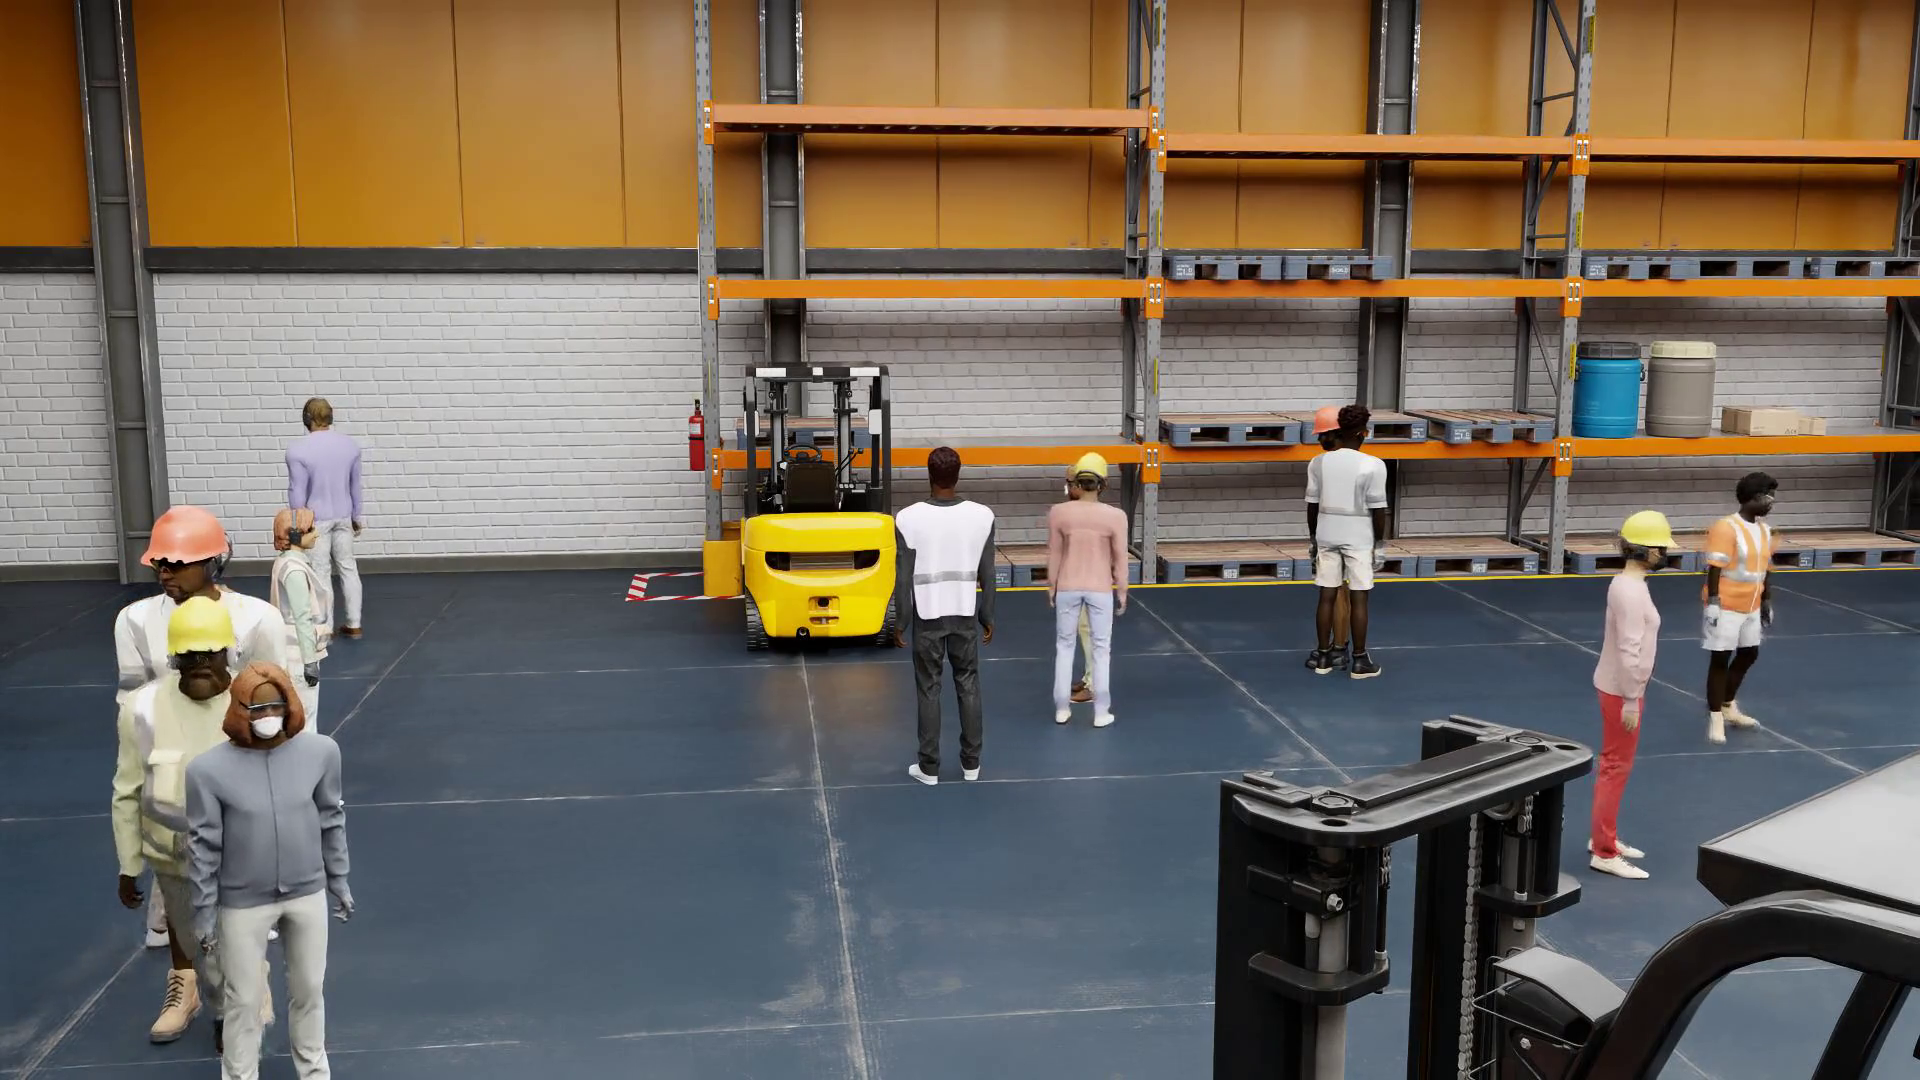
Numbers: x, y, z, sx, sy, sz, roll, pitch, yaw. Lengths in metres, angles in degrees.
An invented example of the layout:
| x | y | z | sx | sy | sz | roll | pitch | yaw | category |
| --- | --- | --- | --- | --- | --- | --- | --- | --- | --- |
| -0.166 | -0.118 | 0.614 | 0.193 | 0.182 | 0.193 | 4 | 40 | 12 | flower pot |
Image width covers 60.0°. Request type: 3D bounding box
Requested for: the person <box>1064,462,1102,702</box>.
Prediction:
| x | y | z | sx | sy | sz | roll | pitch | yaw | category |
| --- | --- | --- | --- | --- | --- | --- | --- | --- | --- |
| 0.842 | 0.282 | 11.267 | 0.284 | 1.626 | 0.498 | 1 | 9 | 6 | person |

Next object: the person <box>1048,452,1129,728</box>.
| x | y | z | sx | sy | sz | roll | pitch | yaw | category |
| --- | --- | --- | --- | --- | --- | --- | --- | --- | --- |
| 0.816 | 0.320 | 10.615 | 0.524 | 1.753 | 0.366 | 2 | 9 | 15 | person |

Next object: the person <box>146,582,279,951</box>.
| x | y | z | sx | sy | sz | roll | pitch | yaw | category |
| --- | --- | --- | --- | --- | --- | --- | --- | --- | --- |
| -3.185 | 0.964 | 7.047 | 0.652 | 1.602 | 0.571 | -5 | 10 | -27 | person |

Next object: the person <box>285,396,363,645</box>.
| x | y | z | sx | sy | sz | roll | pitch | yaw | category |
| --- | --- | --- | --- | --- | --- | --- | --- | --- | --- |
| -4.940 | -0.149 | 12.972 | 0.355 | 1.936 | 0.635 | 7 | 11 | 36 | person |

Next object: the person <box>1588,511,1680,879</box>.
| x | y | z | sx | sy | sz | roll | pitch | yaw | category |
| --- | --- | --- | --- | --- | --- | --- | --- | --- | --- |
| 3.246 | 0.733 | 8.031 | 0.358 | 1.760 | 0.533 | 3 | 10 | 17 | person |

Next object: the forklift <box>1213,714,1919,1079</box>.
| x | y | z | sx | sy | sz | roll | pitch | yaw | category |
| --- | --- | --- | --- | --- | --- | --- | --- | --- | --- |
| 1.441 | 1.425 | 2.350 | 1.214 | 2.155 | 2.313 | -7 | 12 | -39 | forklift |

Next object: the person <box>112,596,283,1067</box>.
| x | y | z | sx | sy | sz | roll | pitch | yaw | category |
| --- | --- | --- | --- | --- | --- | --- | --- | --- | --- |
| -2.633 | 1.063 | 5.878 | 0.604 | 1.806 | 0.859 | -1 | 9 | -9 | person |

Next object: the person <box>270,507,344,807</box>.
| x | y | z | sx | sy | sz | roll | pitch | yaw | category |
| --- | --- | --- | --- | --- | --- | --- | --- | --- | --- |
| -3.561 | 0.636 | 8.997 | 0.306 | 1.640 | 0.522 | -5 | 10 | -29 | person |

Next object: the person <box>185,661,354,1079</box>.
| x | y | z | sx | sy | sz | roll | pitch | yaw | category |
| --- | --- | --- | --- | --- | --- | --- | --- | --- | --- |
| -2.274 | 1.198 | 5.515 | 0.508 | 1.631 | 0.264 | -7 | 11 | -37 | person |

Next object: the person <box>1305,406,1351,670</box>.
| x | y | z | sx | sy | sz | roll | pitch | yaw | category |
| --- | --- | --- | --- | --- | --- | --- | --- | --- | --- |
| 2.714 | -0.010 | 12.141 | 0.375 | 1.927 | 0.543 | 4 | 10 | 22 | person |

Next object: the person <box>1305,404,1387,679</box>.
| x | y | z | sx | sy | sz | roll | pitch | yaw | category |
| --- | --- | --- | --- | --- | --- | --- | --- | --- | --- |
| 2.766 | 0.006 | 11.912 | 0.608 | 1.966 | 0.370 | 7 | 12 | 38 | person |

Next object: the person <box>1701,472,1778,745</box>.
| x | y | z | sx | sy | sz | roll | pitch | yaw | category |
| --- | --- | --- | --- | --- | --- | --- | --- | --- | --- |
| 4.801 | 0.411 | 10.314 | 0.616 | 1.675 | 0.356 | -5 | 10 | -29 | person |

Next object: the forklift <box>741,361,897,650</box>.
| x | y | z | sx | sy | sz | roll | pitch | yaw | category |
| --- | --- | --- | --- | --- | --- | --- | --- | --- | --- |
| -1.154 | -0.340 | 13.365 | 1.214 | 2.155 | 2.313 | -1 | 9 | -7 | forklift |

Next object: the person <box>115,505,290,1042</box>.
| x | y | z | sx | sy | sz | roll | pitch | yaw | category |
| --- | --- | --- | --- | --- | --- | --- | --- | --- | --- |
| -2.834 | 0.874 | 6.266 | 0.609 | 2.040 | 0.394 | -2 | 9 | -10 | person |

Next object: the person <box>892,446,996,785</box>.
| x | y | z | sx | sy | sz | roll | pitch | yaw | category |
| --- | --- | --- | --- | --- | --- | --- | --- | --- | --- |
| -0.083 | 0.431 | 9.413 | 0.598 | 1.917 | 0.375 | -3 | 9 | -16 | person |
